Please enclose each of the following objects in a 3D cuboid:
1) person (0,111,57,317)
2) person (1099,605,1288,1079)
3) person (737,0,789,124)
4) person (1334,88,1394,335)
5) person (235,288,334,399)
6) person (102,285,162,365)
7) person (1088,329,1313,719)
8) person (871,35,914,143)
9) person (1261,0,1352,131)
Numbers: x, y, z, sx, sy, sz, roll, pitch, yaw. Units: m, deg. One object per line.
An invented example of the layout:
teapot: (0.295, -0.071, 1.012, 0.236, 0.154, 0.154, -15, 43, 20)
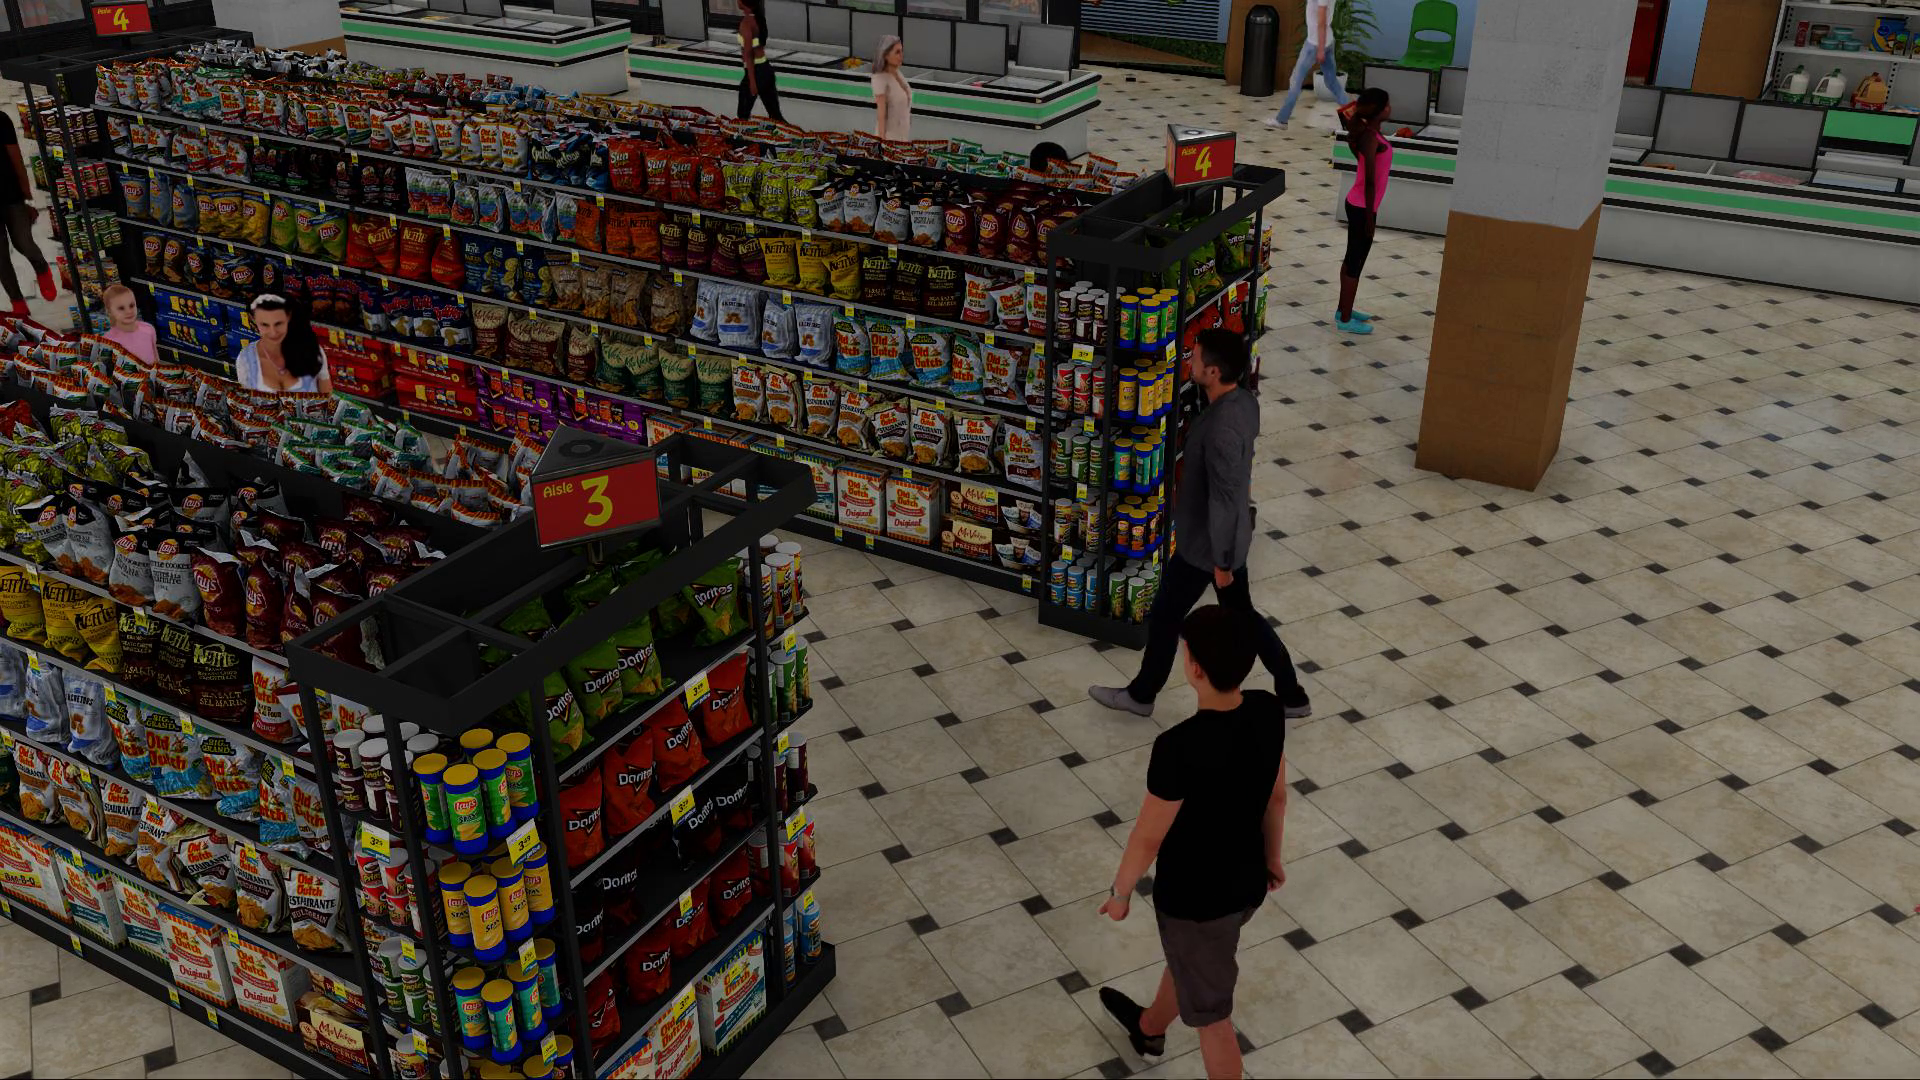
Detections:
person: (-6.888, -2.478, 11.968, 0.943, 1.792, 0.991, -5, 27, -9)
person: (0.804, 1.069, 4.920, 0.895, 1.841, 1.075, -22, 34, -37)
person: (-1.811, -4.298, 15.655, 1.175, 1.704, 0.648, 12, 29, 23)
person: (2.840, -2.334, 11.763, 0.644, 1.720, 0.624, 4, 27, 8)
person: (-3.027, -0.315, 7.706, 0.997, 1.789, 1.049, -8, 28, -16)
person: (-4.619, -0.818, 9.303, 0.922, 1.241, 0.580, 20, 33, 34)
person: (1.154, 0.021, 6.997, 1.245, 1.832, 0.802, 11, 29, 20)
person: (-0.632, -3.195, 13.466, 1.085, 1.716, 0.743, 9, 28, 16)
person: (3.774, -5.039, 17.010, 1.240, 1.801, 0.768, 11, 29, 21)
